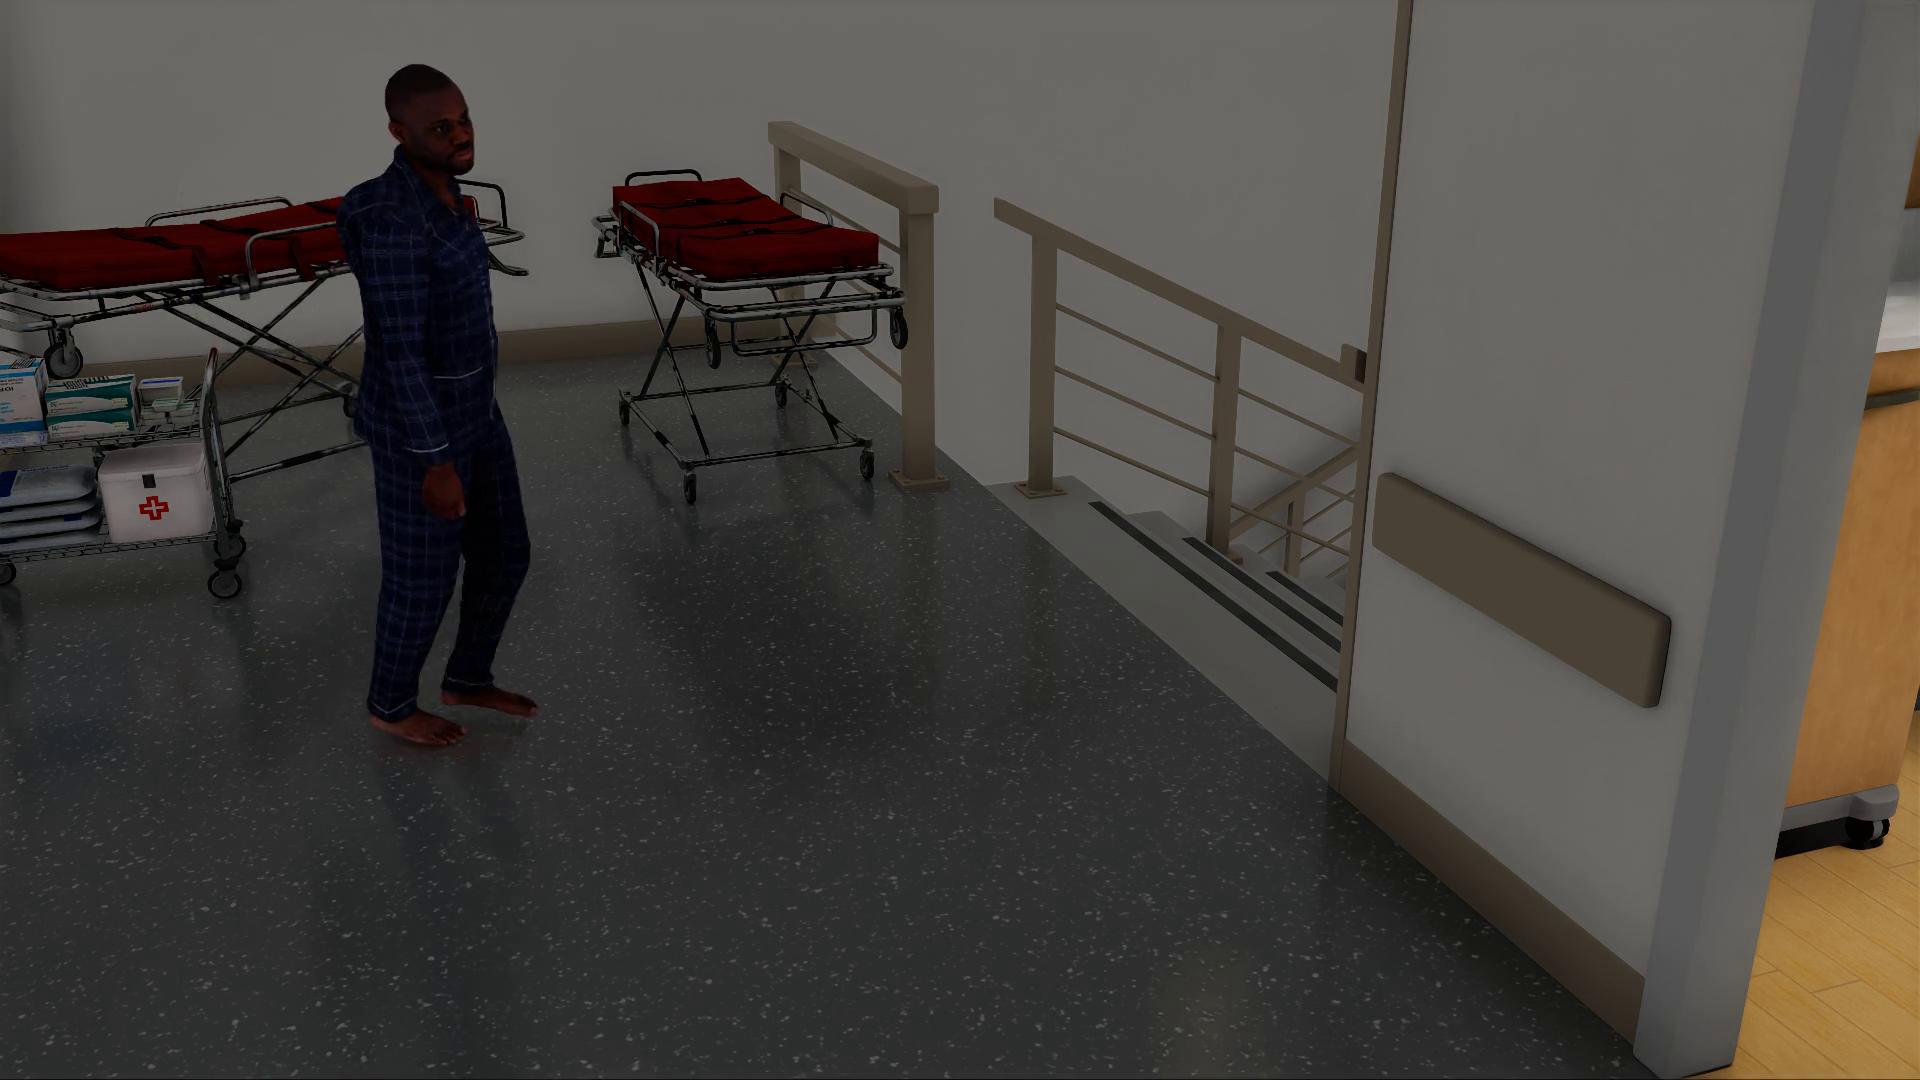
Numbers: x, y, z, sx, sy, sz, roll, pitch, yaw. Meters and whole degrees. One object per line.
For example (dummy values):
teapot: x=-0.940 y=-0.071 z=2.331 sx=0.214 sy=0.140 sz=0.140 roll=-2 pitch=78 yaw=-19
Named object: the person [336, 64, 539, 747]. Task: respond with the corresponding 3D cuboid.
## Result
person: x=-1.411 y=-0.291 z=4.254 sx=0.897 sy=1.793 sz=0.821 roll=-1 pitch=21 yaw=-4
